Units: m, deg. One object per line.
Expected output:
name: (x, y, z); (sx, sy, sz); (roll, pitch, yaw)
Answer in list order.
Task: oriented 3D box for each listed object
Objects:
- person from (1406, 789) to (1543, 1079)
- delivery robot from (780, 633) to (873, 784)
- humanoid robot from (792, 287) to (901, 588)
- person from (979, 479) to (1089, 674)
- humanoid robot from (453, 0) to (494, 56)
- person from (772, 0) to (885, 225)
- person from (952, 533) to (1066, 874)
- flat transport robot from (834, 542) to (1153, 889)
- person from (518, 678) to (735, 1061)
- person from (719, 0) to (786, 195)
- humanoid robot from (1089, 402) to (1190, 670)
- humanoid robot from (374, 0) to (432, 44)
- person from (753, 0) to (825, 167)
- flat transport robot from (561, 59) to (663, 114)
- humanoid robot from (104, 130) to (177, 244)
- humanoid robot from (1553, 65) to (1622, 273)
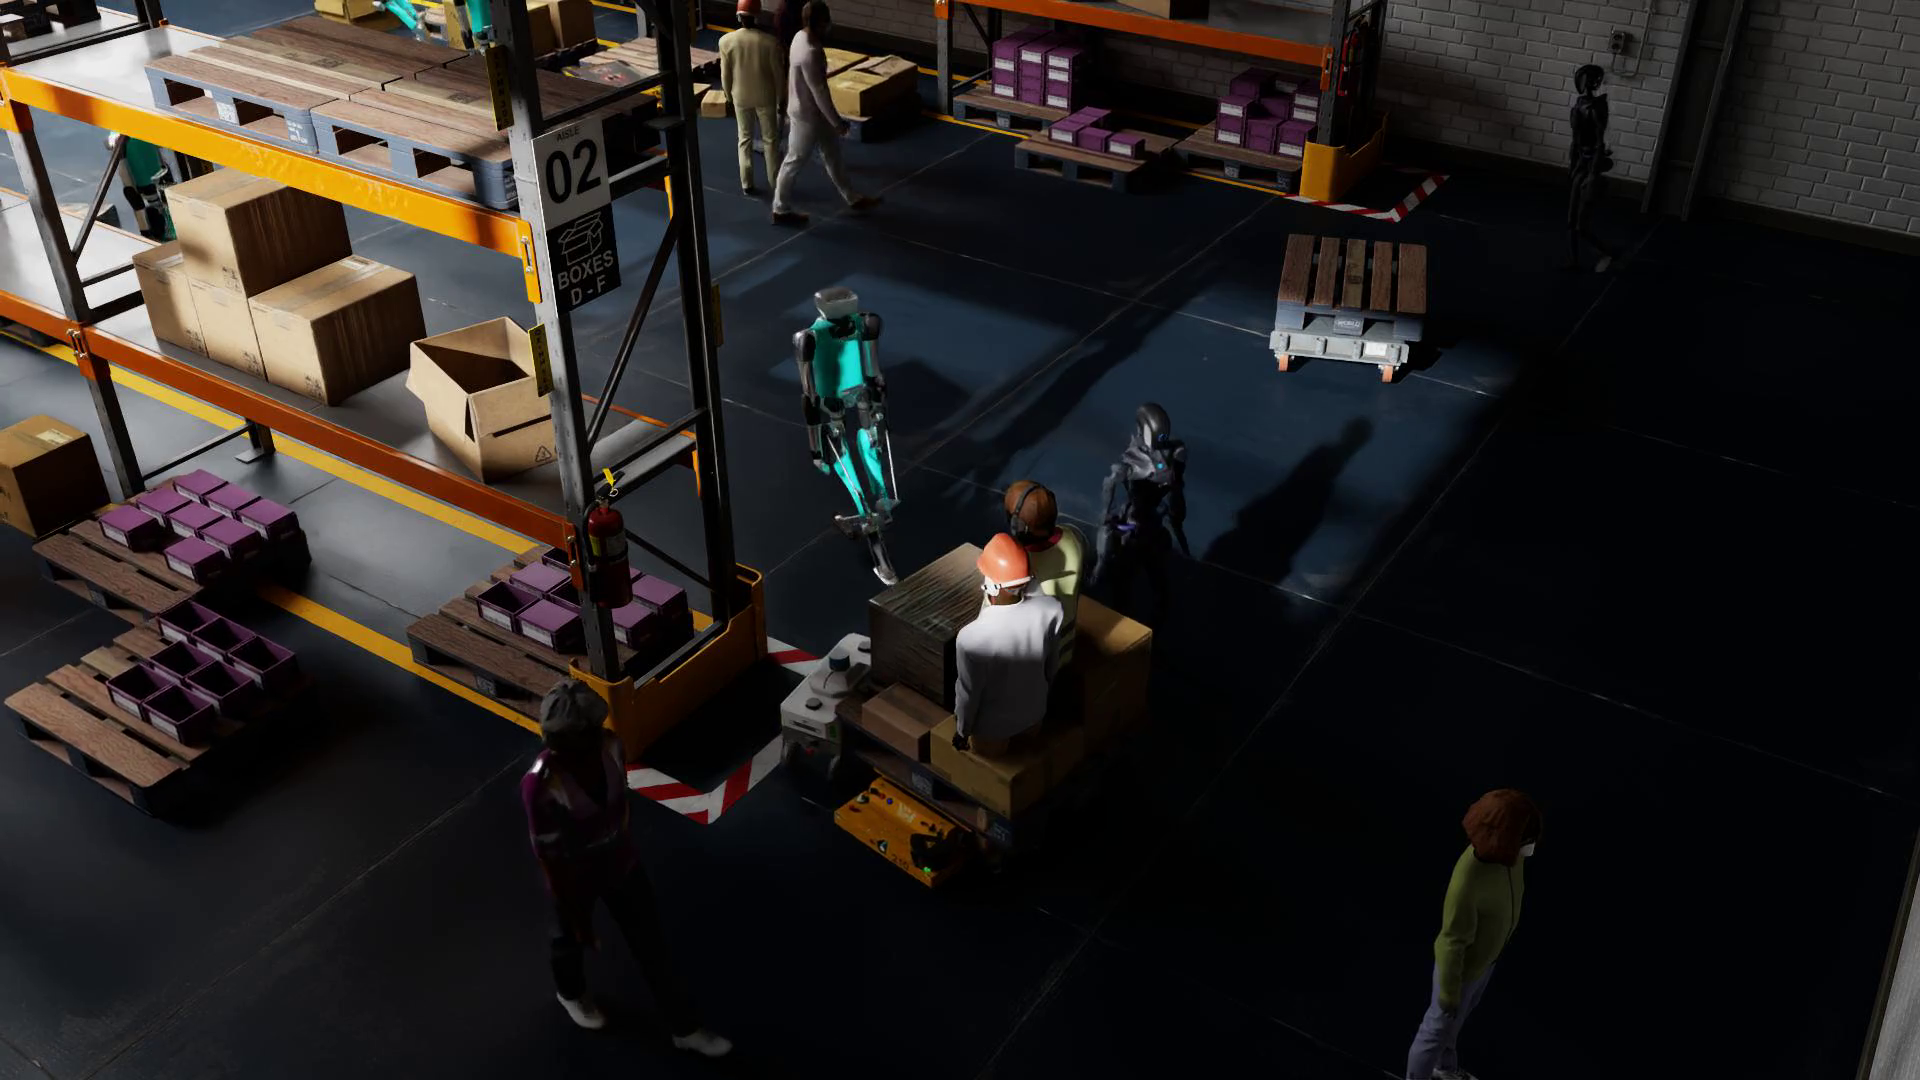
person: (1.914, 1.565, 6.214); (0.279, 1.632, 0.506); (24, 40, 32)
delivery robot: (-0.588, 0.805, 8.390); (0.499, 0.613, 0.816); (15, 36, 22)
humanoid robot: (-0.531, -0.514, 9.318); (0.530, 1.724, 0.996); (-21, 39, -29)
person: (0.303, 0.536, 7.607); (0.429, 1.841, 0.635); (22, 39, 30)
humanoid robot: (-4.153, -4.293, 15.138); (0.543, 1.770, 0.822); (-21, 38, -28)
person: (-1.165, -3.527, 13.809); (1.007, 1.885, 0.620); (-1, 33, -1)
person: (0.194, 0.730, 7.389); (0.562, 1.751, 0.325); (-23, 39, -31)
flat transport robot: (0.121, 1.122, 8.149); (0.659, 0.231, 1.431); (27, 42, 35)
person: (-1.364, 1.321, 6.434); (0.899, 1.808, 0.511); (26, 41, 34)
person: (-1.776, -3.858, 14.441); (0.559, 1.751, 0.324); (3, 33, 4)
humanoid robot: (0.937, -0.001, 8.585); (0.609, 1.642, 0.326); (-21, 39, -29)
humanoid robot: (-5.704, -5.664, 17.249); (0.964, 1.774, 0.555); (16, 36, 23)
person: (-1.529, -4.298, 15.005); (1.020, 1.878, 0.518); (20, 38, 27)
flat transport robot: (-3.476, -4.582, 16.915); (0.659, 0.231, 1.431); (-21, 39, -29)
humanoid robot: (-5.563, -2.334, 12.150); (0.891, 1.808, 0.559); (3, 33, 4)
humanoid robot: (4.983, -2.892, 13.043); (0.555, 1.619, 0.637); (1, 33, 2)
